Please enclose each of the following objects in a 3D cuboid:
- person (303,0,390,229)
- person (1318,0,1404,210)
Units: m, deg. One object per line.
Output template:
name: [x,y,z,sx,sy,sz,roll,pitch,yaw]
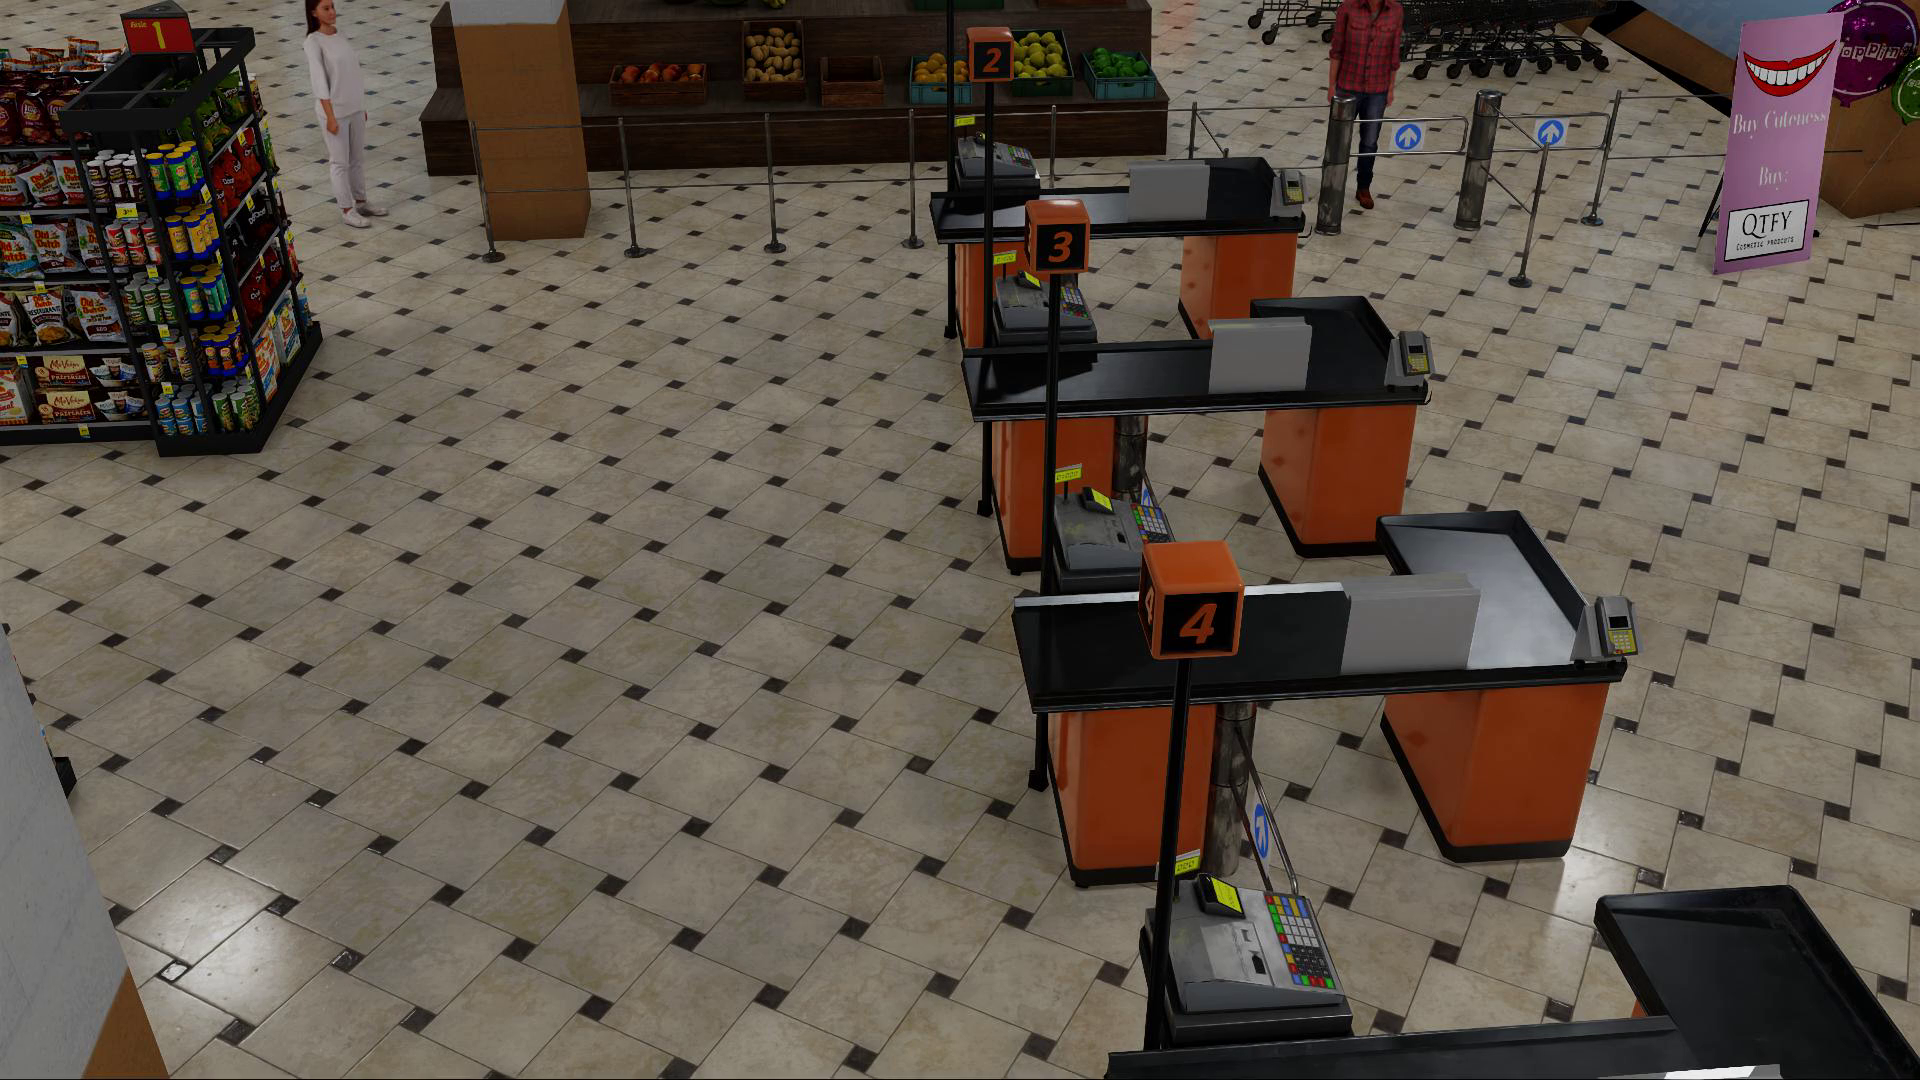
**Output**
person: [-4.519,-3.145,12.116,0.654,1.688,0.666,8,33,13]
person: [2.989,-3.398,12.388,0.519,1.831,0.764,1,32,1]
